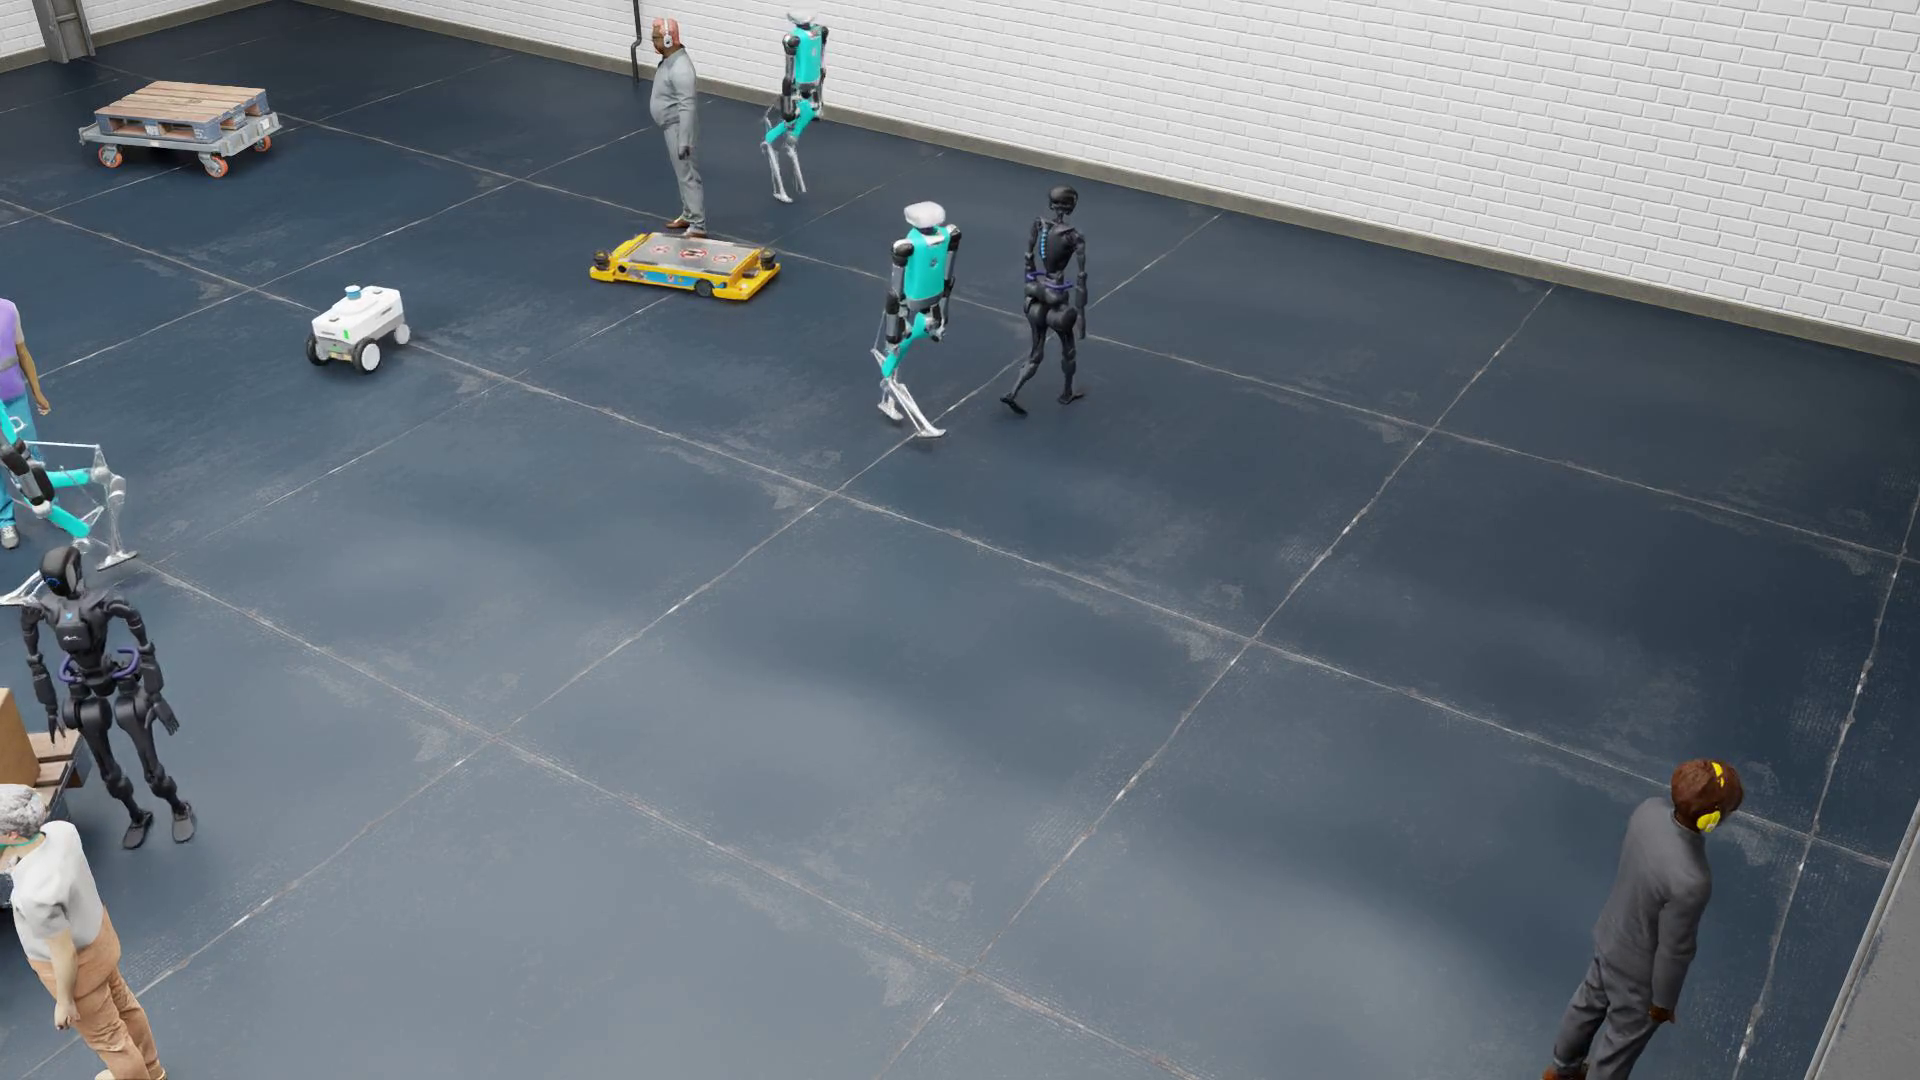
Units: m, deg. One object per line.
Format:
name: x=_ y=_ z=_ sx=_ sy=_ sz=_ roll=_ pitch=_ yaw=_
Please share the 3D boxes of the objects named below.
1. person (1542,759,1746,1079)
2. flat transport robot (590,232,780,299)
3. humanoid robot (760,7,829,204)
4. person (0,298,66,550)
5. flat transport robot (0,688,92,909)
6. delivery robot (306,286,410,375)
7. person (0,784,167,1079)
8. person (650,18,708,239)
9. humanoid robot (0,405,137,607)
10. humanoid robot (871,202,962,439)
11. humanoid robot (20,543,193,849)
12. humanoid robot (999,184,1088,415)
person: x=2.597 y=1.576 z=6.336 sx=0.349 sy=1.867 sz=0.486 roll=-2 pitch=33 yaw=-3
flat transport robot: x=-2.283 y=-2.283 z=13.808 sx=1.431 sy=0.231 sz=0.659 roll=10 pitch=34 yaw=16
humanoid robot: x=-1.541 y=-3.919 z=15.038 sx=0.691 sy=1.814 sz=0.533 roll=21 pitch=38 yaw=29
person: x=-5.877 y=-0.848 z=10.116 sx=0.563 sy=1.847 sz=0.396 roll=-24 pitch=40 yaw=-33
flat transport robot: x=-4.843 y=1.522 z=7.888 sx=0.659 sy=0.231 sz=1.431 roll=-5 pitch=33 yaw=-8
delivery robot: x=-4.514 y=-1.627 z=12.501 sx=0.499 sy=0.570 sz=0.750 roll=11 pitch=34 yaw=17
person: x=-3.402 y=1.609 z=6.385 sx=0.321 sy=1.747 sz=0.470 roll=-9 pitch=34 yaw=-14
person: x=-2.415 y=-3.480 z=14.159 sx=0.405 sy=1.905 sz=0.650 roll=-9 pitch=34 yaw=-14
humanoid robot: x=-5.201 y=-0.402 z=9.543 sx=1.054 sy=1.720 sz=0.540 roll=-25 pitch=40 yaw=-33
humanoid robot: x=-0.390 y=-1.513 z=11.243 sx=0.538 sy=1.720 sz=0.970 roll=-25 pitch=40 yaw=-33
humanoid robot: x=-4.001 y=0.745 z=7.785 sx=0.590 sy=1.649 sz=0.354 roll=-6 pitch=33 yaw=-9
humanoid robot: x=0.592 y=-1.648 z=11.555 sx=0.694 sy=1.635 sz=0.613 roll=-27 pitch=41 yaw=-35
